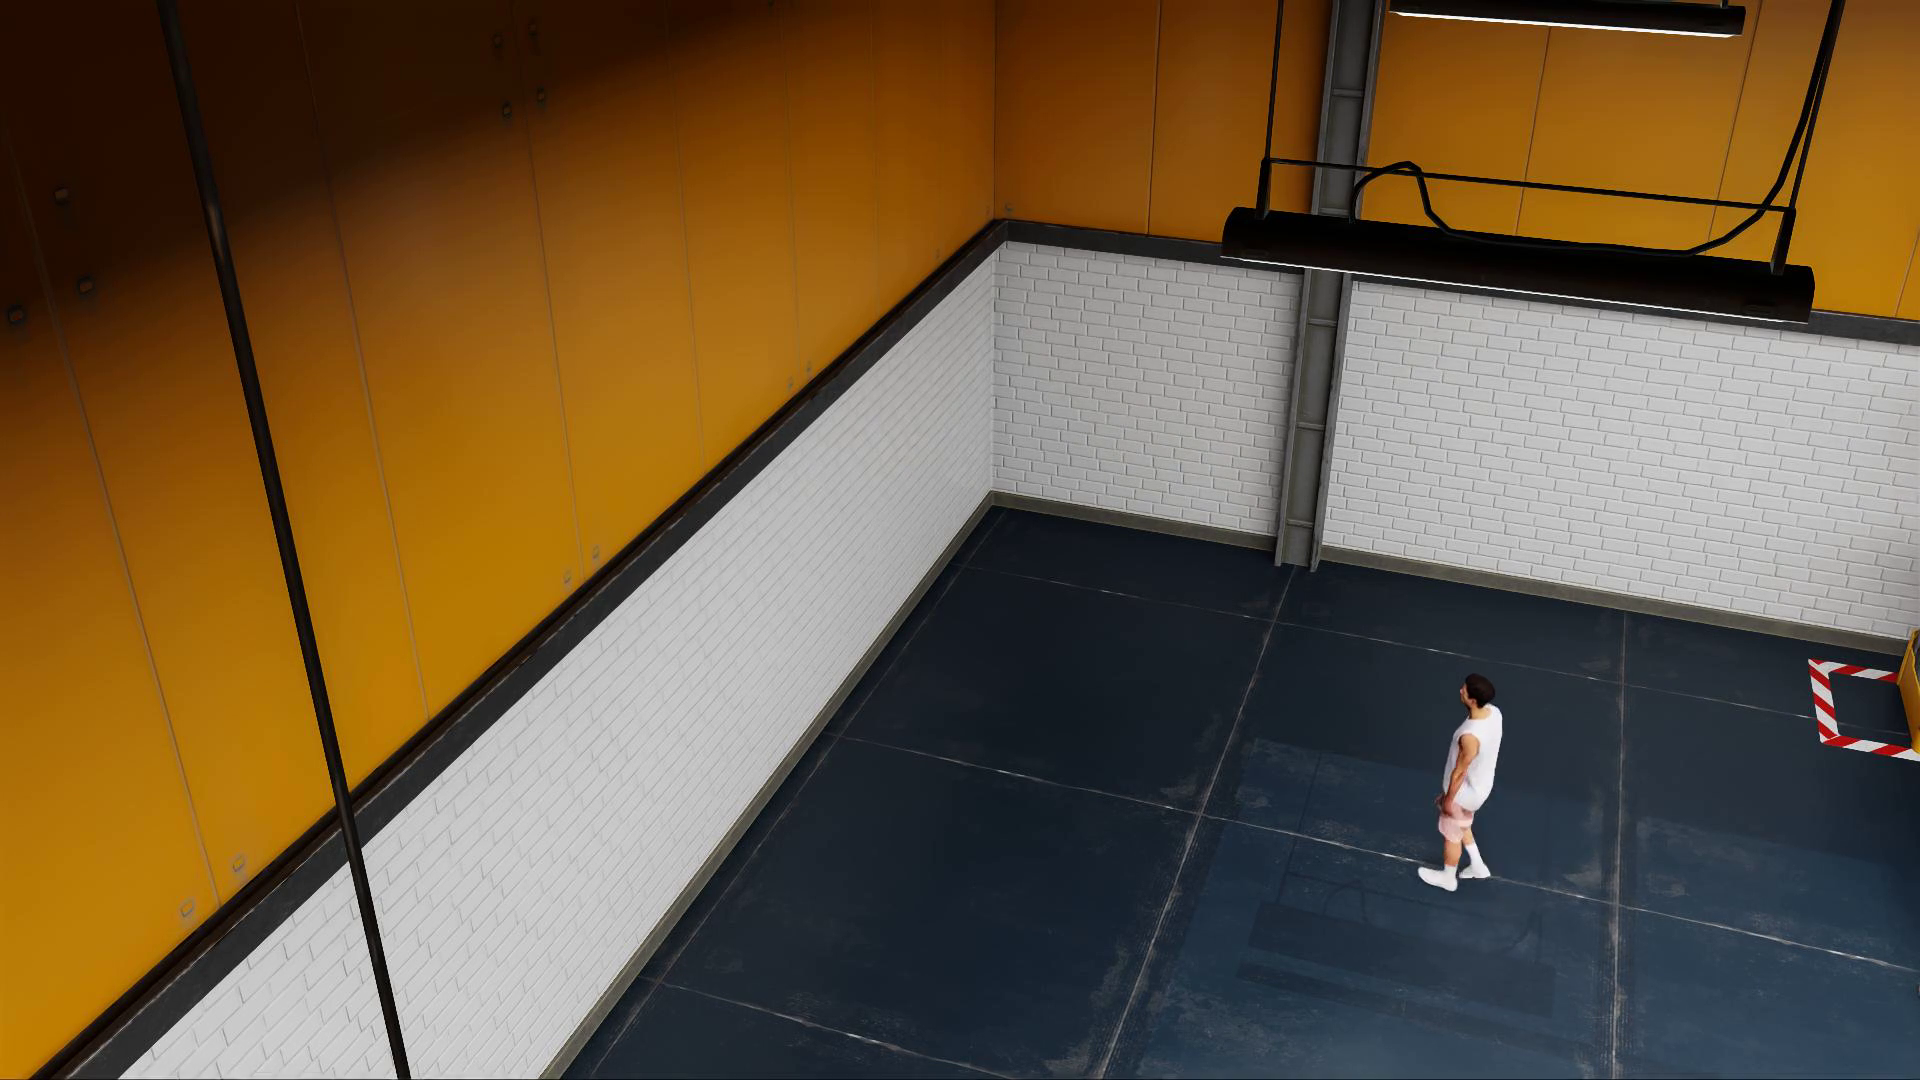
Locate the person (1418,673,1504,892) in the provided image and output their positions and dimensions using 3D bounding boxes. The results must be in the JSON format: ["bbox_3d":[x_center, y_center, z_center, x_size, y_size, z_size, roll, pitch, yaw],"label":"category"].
[{"bbox_3d":[3.571,1.728,11.477,0.824,1.781,0.761,21,35,33],"label":"person"}]
